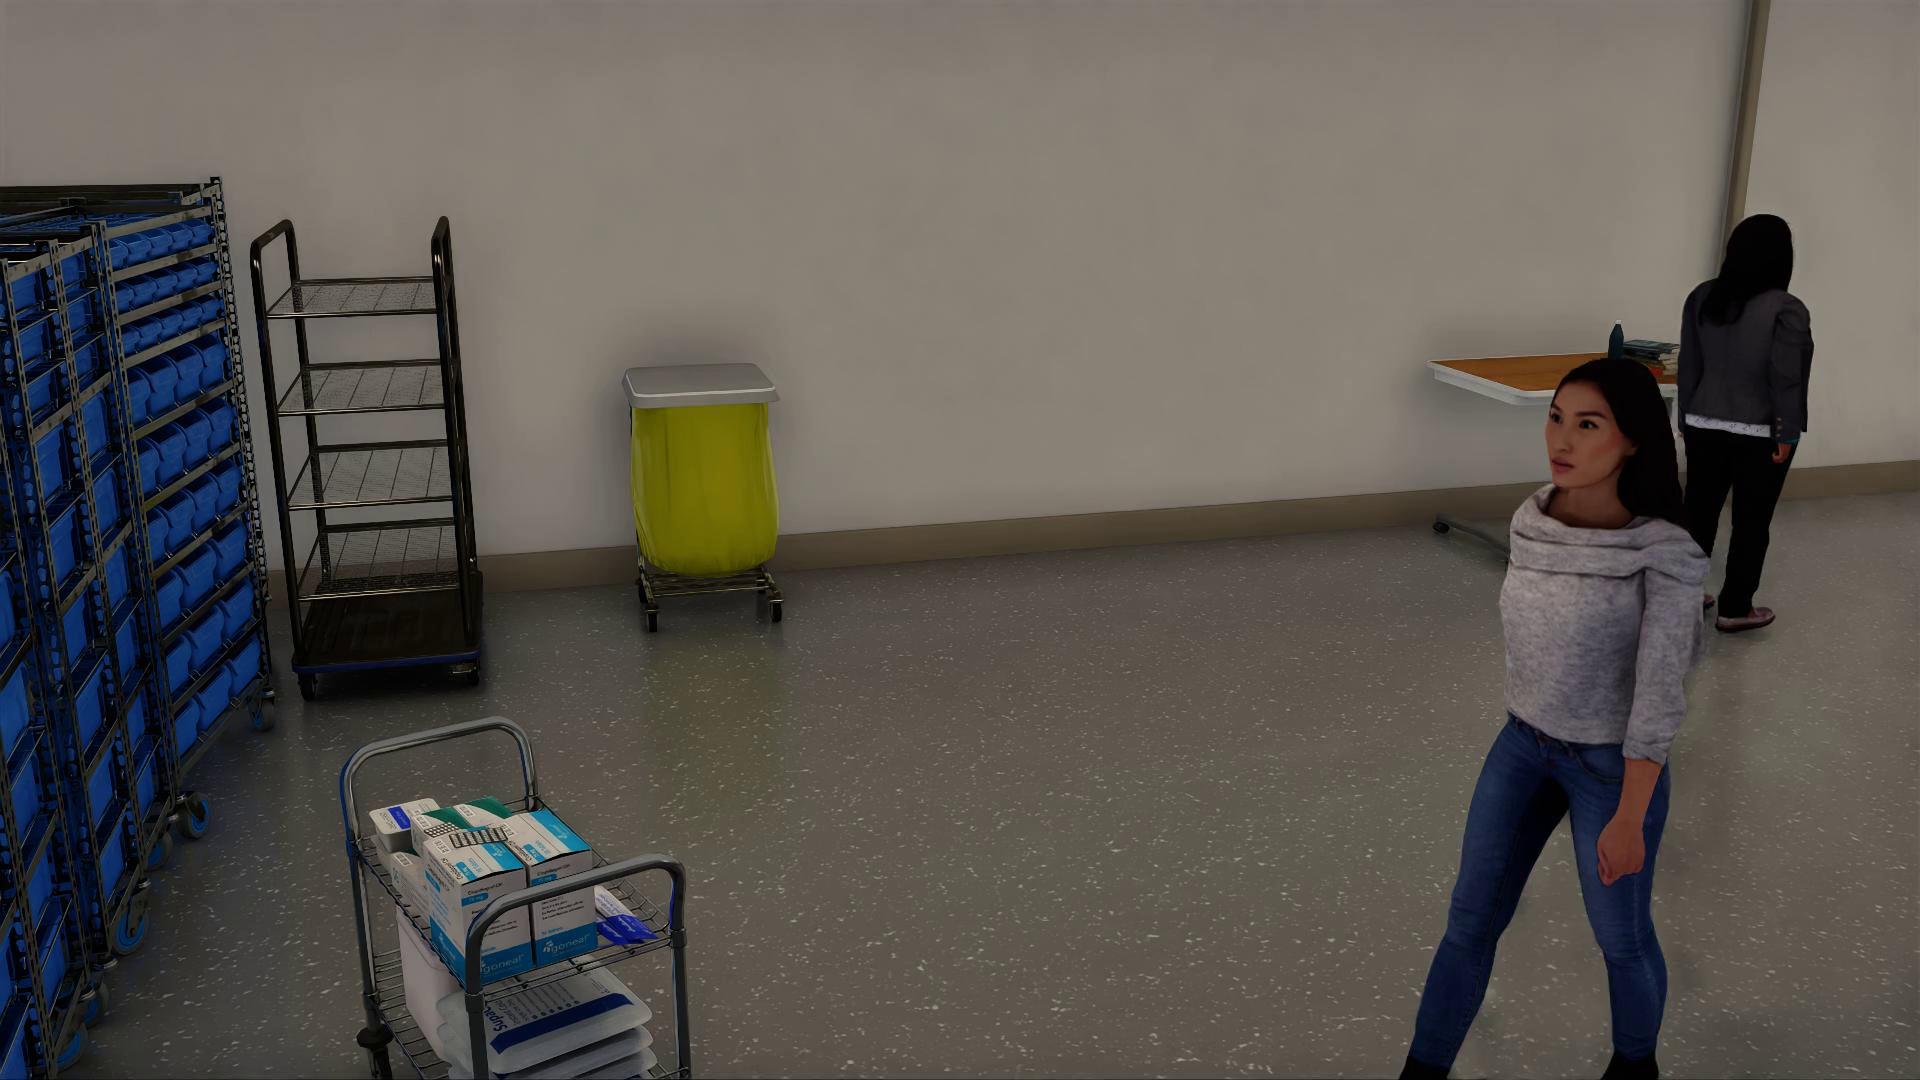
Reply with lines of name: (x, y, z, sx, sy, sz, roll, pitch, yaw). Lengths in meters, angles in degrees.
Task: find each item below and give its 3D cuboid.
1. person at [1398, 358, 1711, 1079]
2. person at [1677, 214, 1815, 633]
person: (1.266, 0.450, 3.228, 1.008, 1.599, 0.753, -8, 18, -26)
person: (2.999, -0.445, 6.409, 0.748, 1.597, 0.745, -9, 18, -29)
